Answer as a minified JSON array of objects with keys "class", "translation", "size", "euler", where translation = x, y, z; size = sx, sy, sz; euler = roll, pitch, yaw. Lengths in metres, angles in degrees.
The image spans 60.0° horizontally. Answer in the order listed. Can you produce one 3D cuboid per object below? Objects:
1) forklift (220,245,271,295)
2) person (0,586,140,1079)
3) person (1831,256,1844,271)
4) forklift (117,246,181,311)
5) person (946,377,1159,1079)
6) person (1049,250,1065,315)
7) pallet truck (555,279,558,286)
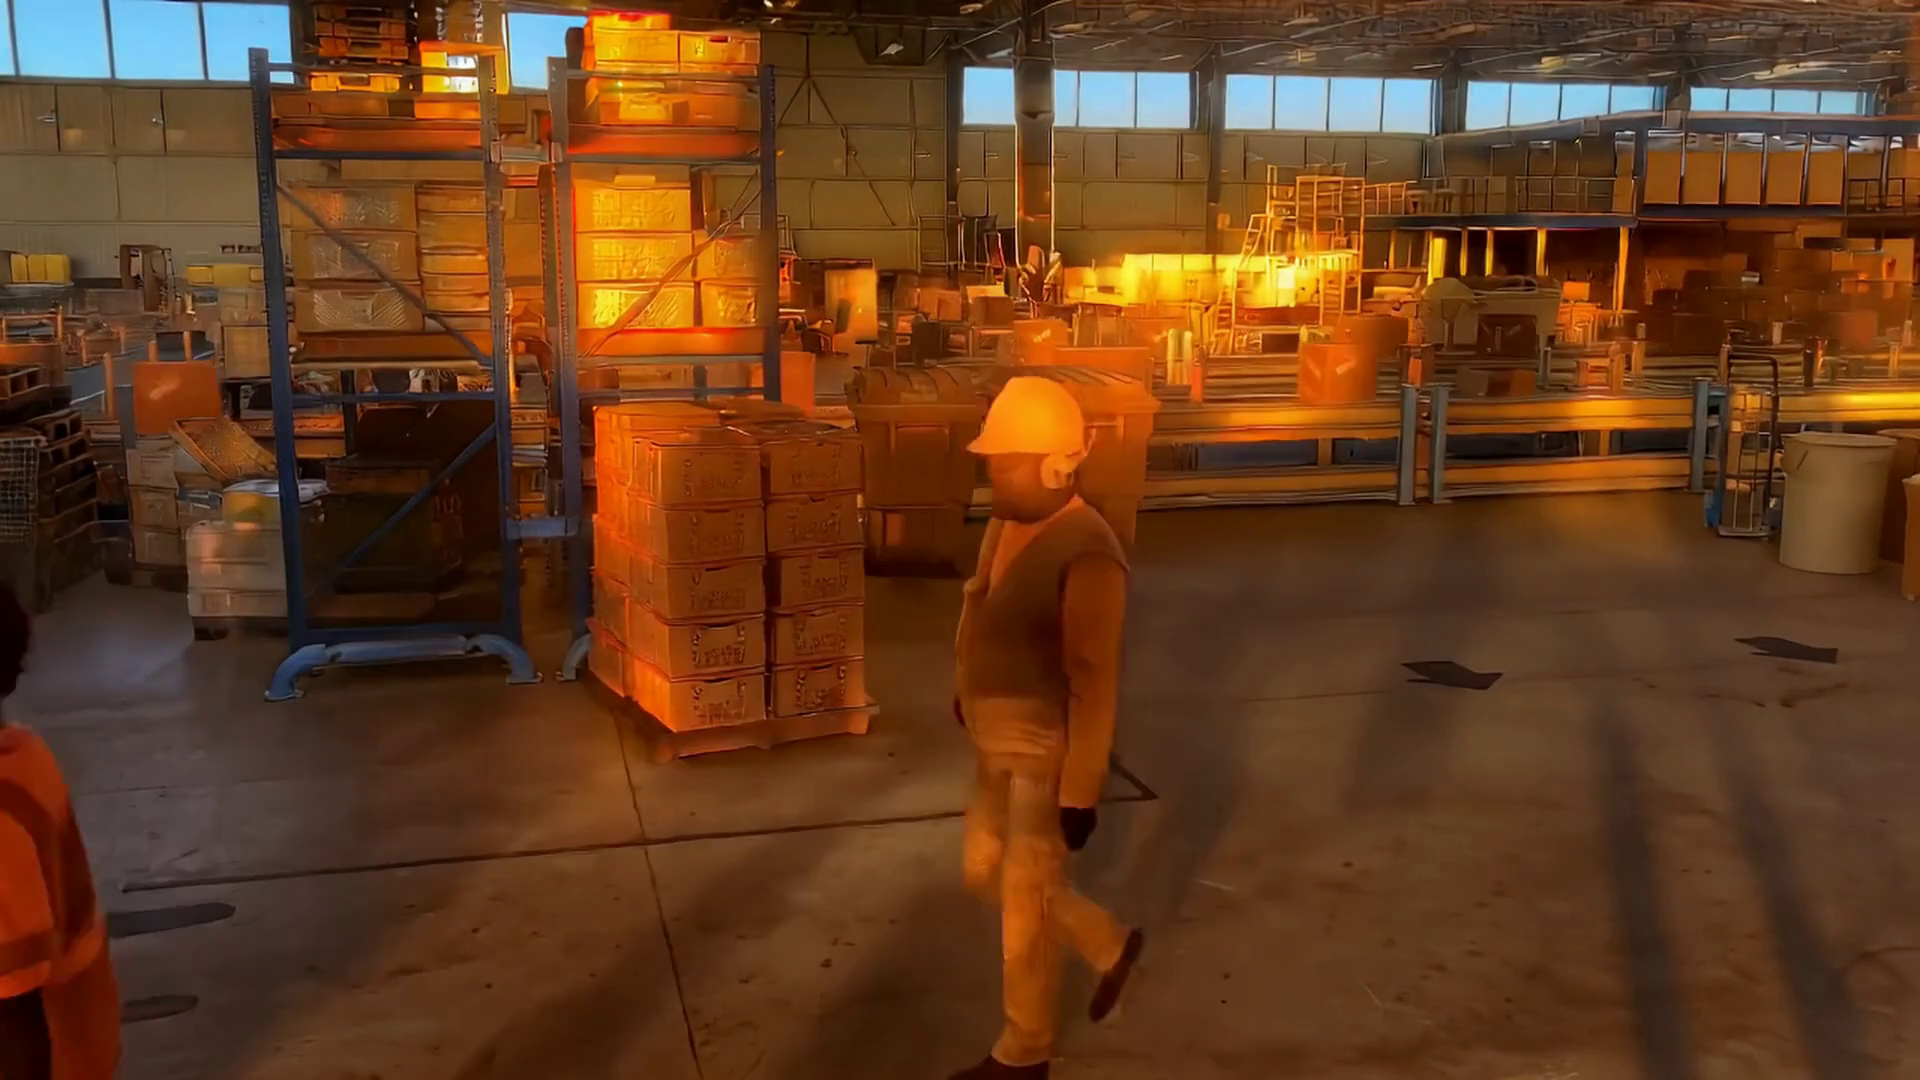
[{"class":"forklift","translation":[-17.749,-6.334,41.440],"size":[1.157,1.987,2.680],"euler":[-3,10,-17]},{"class":"person","translation":[-1.562,0.844,2.656],"size":[0.894,1.643,0.543],"euler":[-4,11,-21]},{"class":"person","translation":[26.631,-7.723,50.685],"size":[1.001,1.835,0.584],"euler":[-3,10,-17]},{"class":"forklift","translation":[-19.966,-6.232,40.894],"size":[1.157,1.987,2.680],"euler":[-3,10,-15]},{"class":"person","translation":[0.235,0.497,4.139],"size":[0.555,1.818,0.610],"euler":[-3,11,-18]},{"class":"person","translation":[2.292,-5.859,39.500],"size":[0.374,2.043,0.612],"euler":[3,11,18]},{"class":"pallet truck","translation":[-10.604,-6.375,44.520],"size":[0.653,1.274,1.630],"euler":[-3,10,-15]}]
